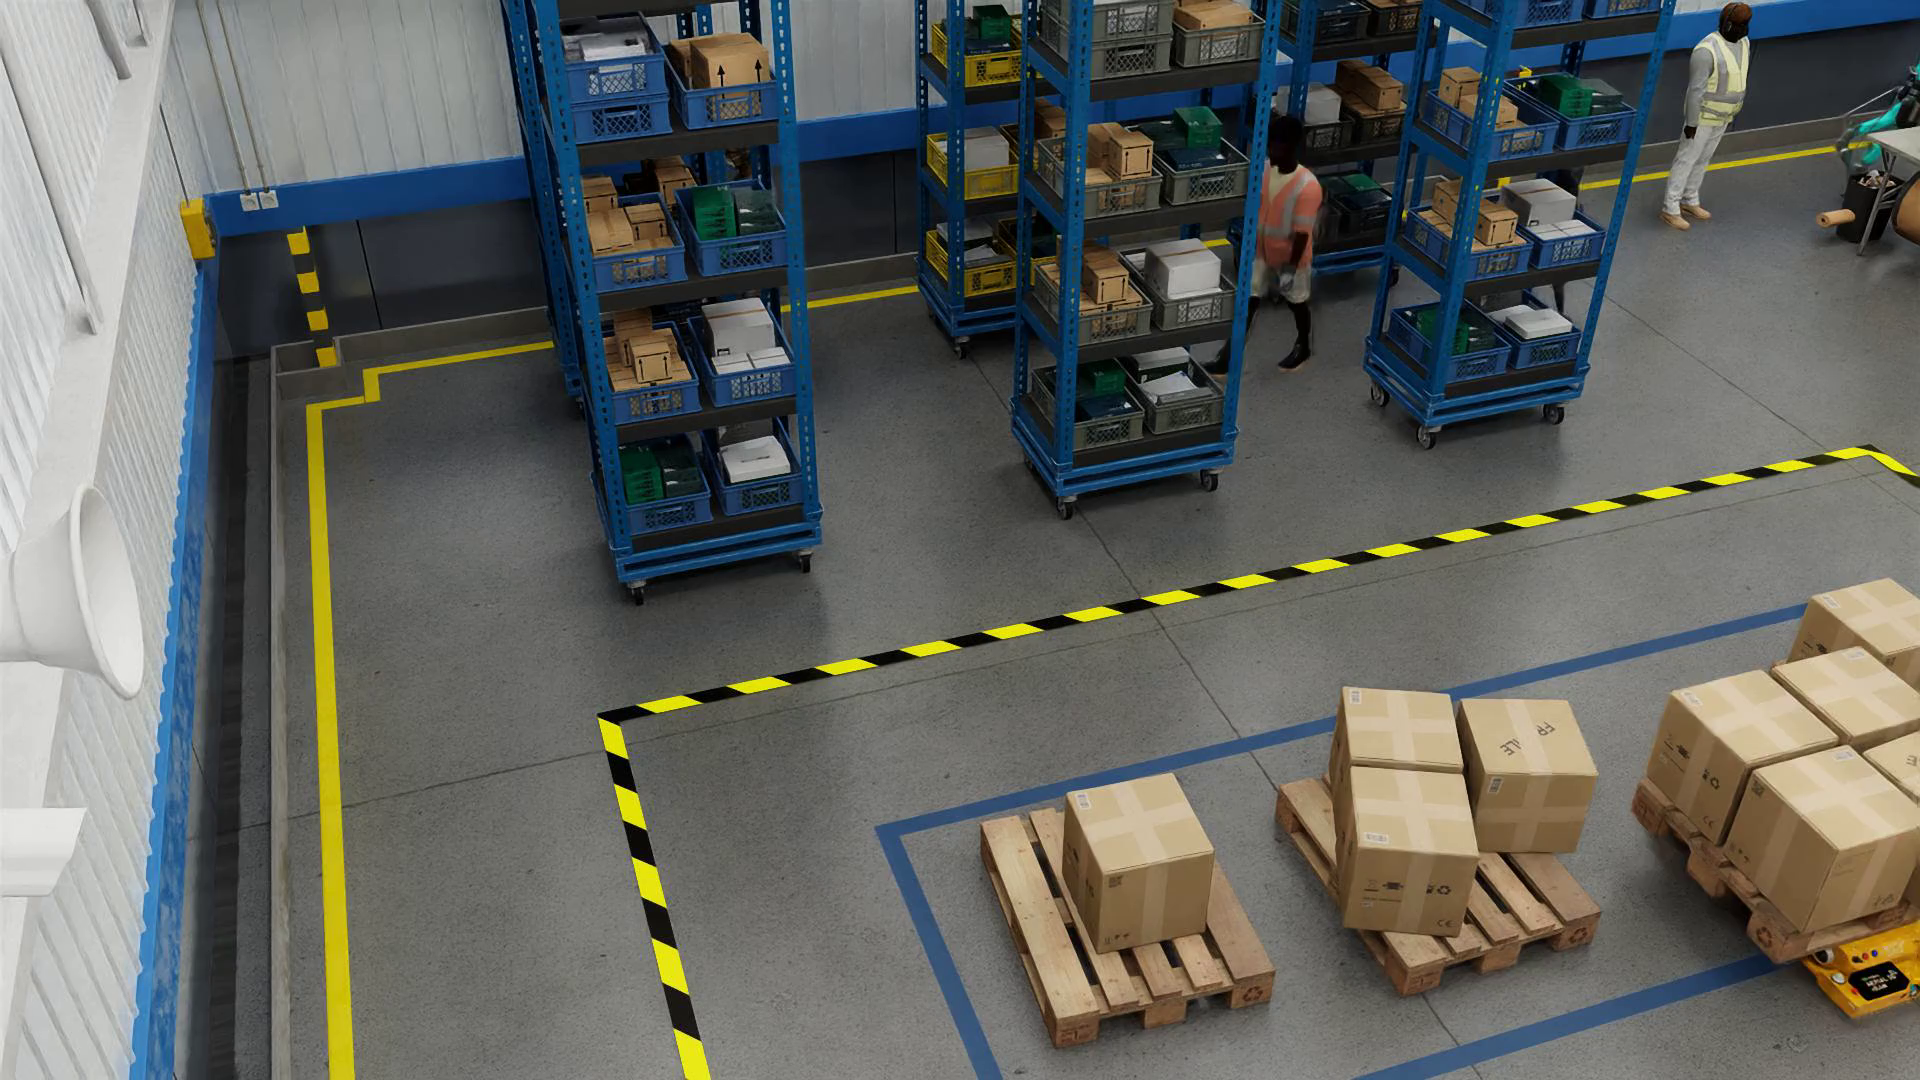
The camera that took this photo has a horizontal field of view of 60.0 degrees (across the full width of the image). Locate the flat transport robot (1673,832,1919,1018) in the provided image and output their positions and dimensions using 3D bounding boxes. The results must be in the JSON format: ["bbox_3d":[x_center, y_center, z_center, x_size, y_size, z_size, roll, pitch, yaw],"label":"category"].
[{"bbox_3d":[3.957,1.560,7.819,0.652,0.197,1.431,-11,37,-15],"label":"flat transport robot"}]

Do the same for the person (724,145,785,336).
[{"bbox_3d":[-1.387,-1.863,11.249,0.359,1.938,0.636,-10,36,-14],"label":"person"}]

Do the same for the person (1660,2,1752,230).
[{"bbox_3d":[6.143,-3.474,13.616,0.626,1.844,0.429,-24,42,-30],"label":"person"}]

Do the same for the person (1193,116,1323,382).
[{"bbox_3d":[2.140,-1.948,11.386,1.009,1.907,0.633,-20,40,-26],"label":"person"}]

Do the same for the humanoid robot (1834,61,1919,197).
[{"bbox_3d":[7.698,-3.531,13.864,0.810,1.865,0.534,10,36,14],"label":"humanoid robot"}]

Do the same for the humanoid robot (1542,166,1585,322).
[{"bbox_3d":[4.297,-2.301,12.109,0.630,1.641,0.601,0,35,-1],"label":"humanoid robot"}]
